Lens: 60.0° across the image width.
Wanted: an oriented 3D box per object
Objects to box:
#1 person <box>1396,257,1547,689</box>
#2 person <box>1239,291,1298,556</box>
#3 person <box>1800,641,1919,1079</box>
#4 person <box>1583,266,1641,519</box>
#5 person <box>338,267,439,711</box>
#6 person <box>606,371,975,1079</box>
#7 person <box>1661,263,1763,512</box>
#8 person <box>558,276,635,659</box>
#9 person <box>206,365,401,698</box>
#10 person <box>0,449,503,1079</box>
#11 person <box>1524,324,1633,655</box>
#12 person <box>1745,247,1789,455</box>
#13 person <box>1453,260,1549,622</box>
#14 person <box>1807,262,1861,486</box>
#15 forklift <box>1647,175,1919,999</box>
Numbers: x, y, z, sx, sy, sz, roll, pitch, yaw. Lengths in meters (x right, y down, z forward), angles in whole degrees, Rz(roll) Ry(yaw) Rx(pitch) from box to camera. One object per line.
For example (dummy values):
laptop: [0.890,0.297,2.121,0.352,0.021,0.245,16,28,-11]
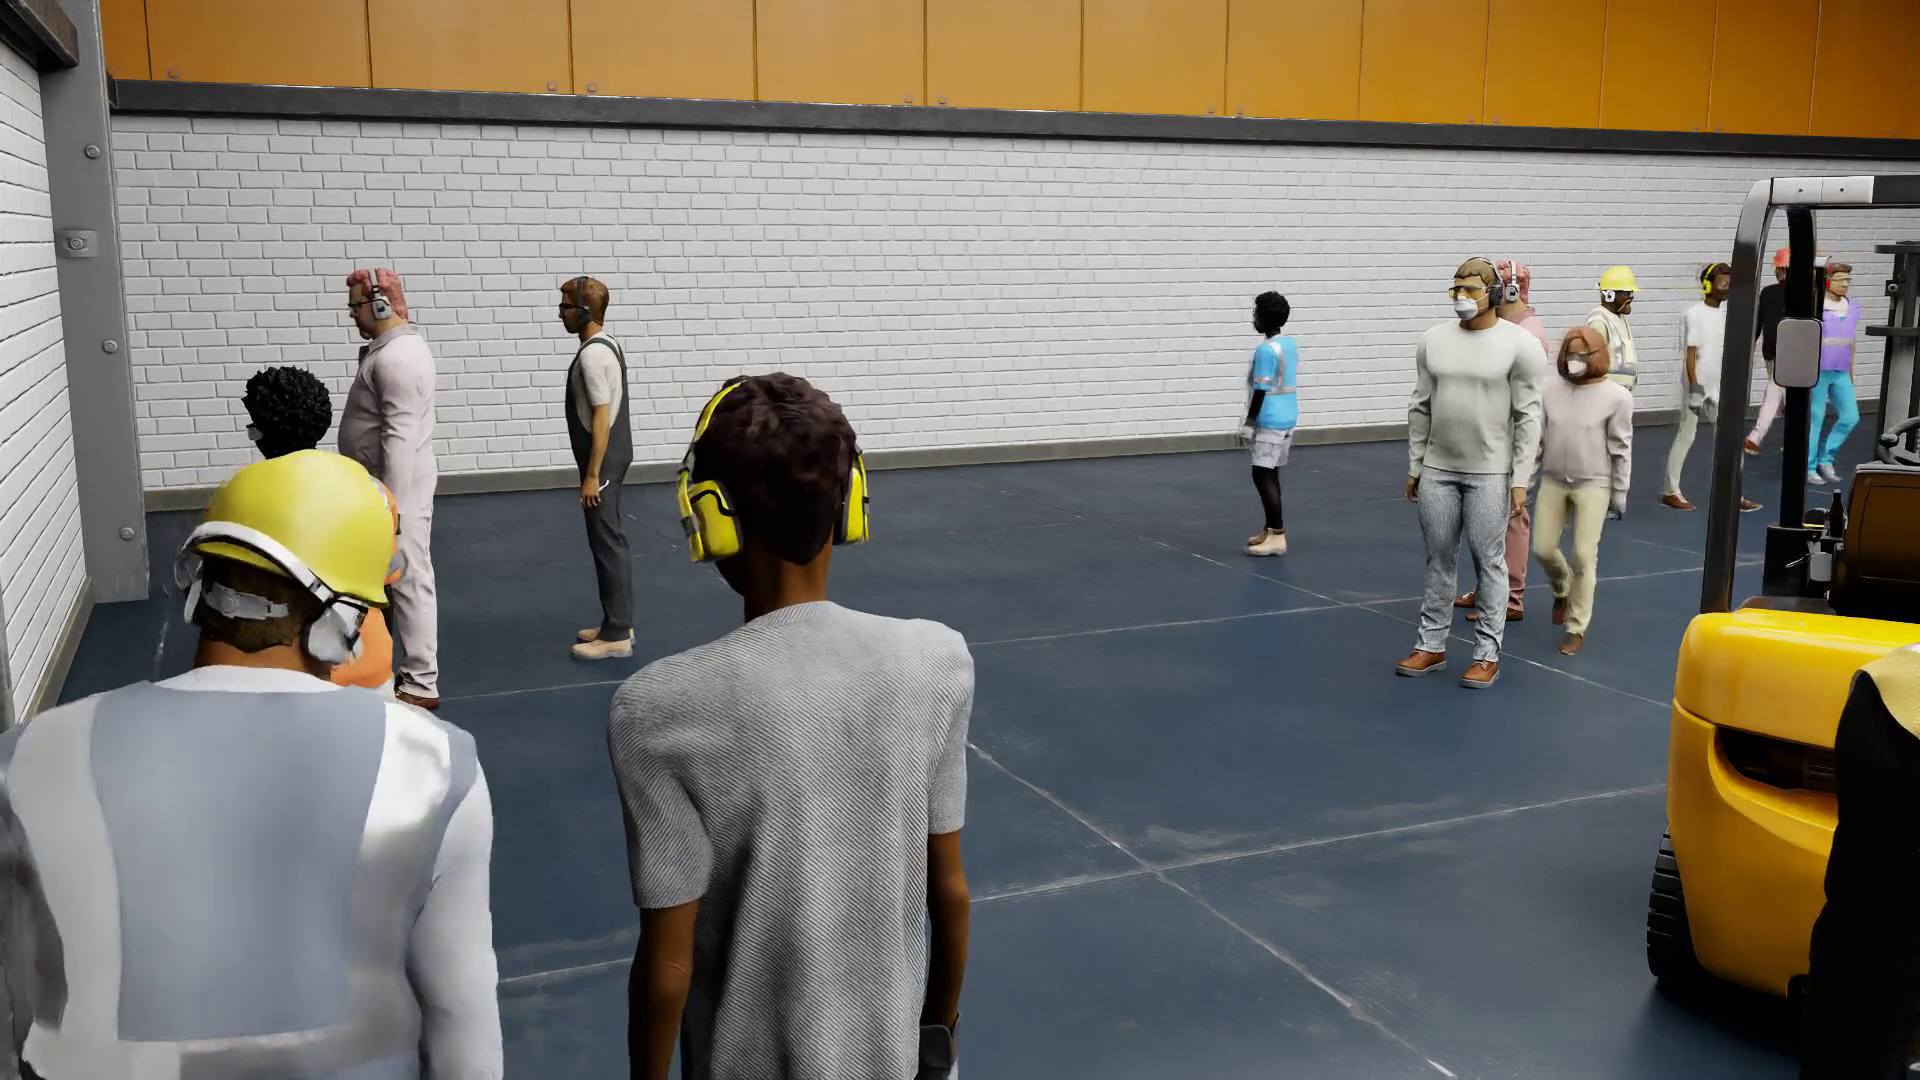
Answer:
person: [2.307,-0.302,7.549,0.627,1.940,0.372,10,14,43]
person: [1.994,-0.739,10.635,0.368,1.686,0.569,6,12,28]
person: [1.337,0.733,2.109,0.630,1.842,0.429,-1,10,-5]
person: [4.702,-1.067,12.092,0.403,1.825,0.592,7,13,35]
person: [-2.431,-0.205,7.115,0.409,1.903,0.639,-3,11,-15]
person: [-0.216,0.717,2.141,0.517,1.865,0.328,-7,12,-34]
person: [5.577,-1.100,12.225,0.547,1.837,0.835,-6,12,-30]
person: [-1.750,-0.346,8.048,0.326,1.843,0.517,-1,10,-5]
person: [-1.734,0.382,4.468,0.320,1.694,0.532,9,14,42]
person: [-0.871,0.778,2.108,0.567,1.759,0.913,-4,11,-22]
person: [3.053,-0.261,8.211,0.538,1.613,0.515,8,13,38]
person: [7.711,-1.772,15.666,1.045,1.941,0.618,-3,11,-18]
person: [2.855,-0.518,8.830,0.409,1.908,0.639,1,10,3]
person: [7.114,-1.351,13.633,0.591,1.826,0.476,-3,11,-16]
forklift: [2.810,0.094,4.662,1.214,2.155,2.313,7,12,34]
